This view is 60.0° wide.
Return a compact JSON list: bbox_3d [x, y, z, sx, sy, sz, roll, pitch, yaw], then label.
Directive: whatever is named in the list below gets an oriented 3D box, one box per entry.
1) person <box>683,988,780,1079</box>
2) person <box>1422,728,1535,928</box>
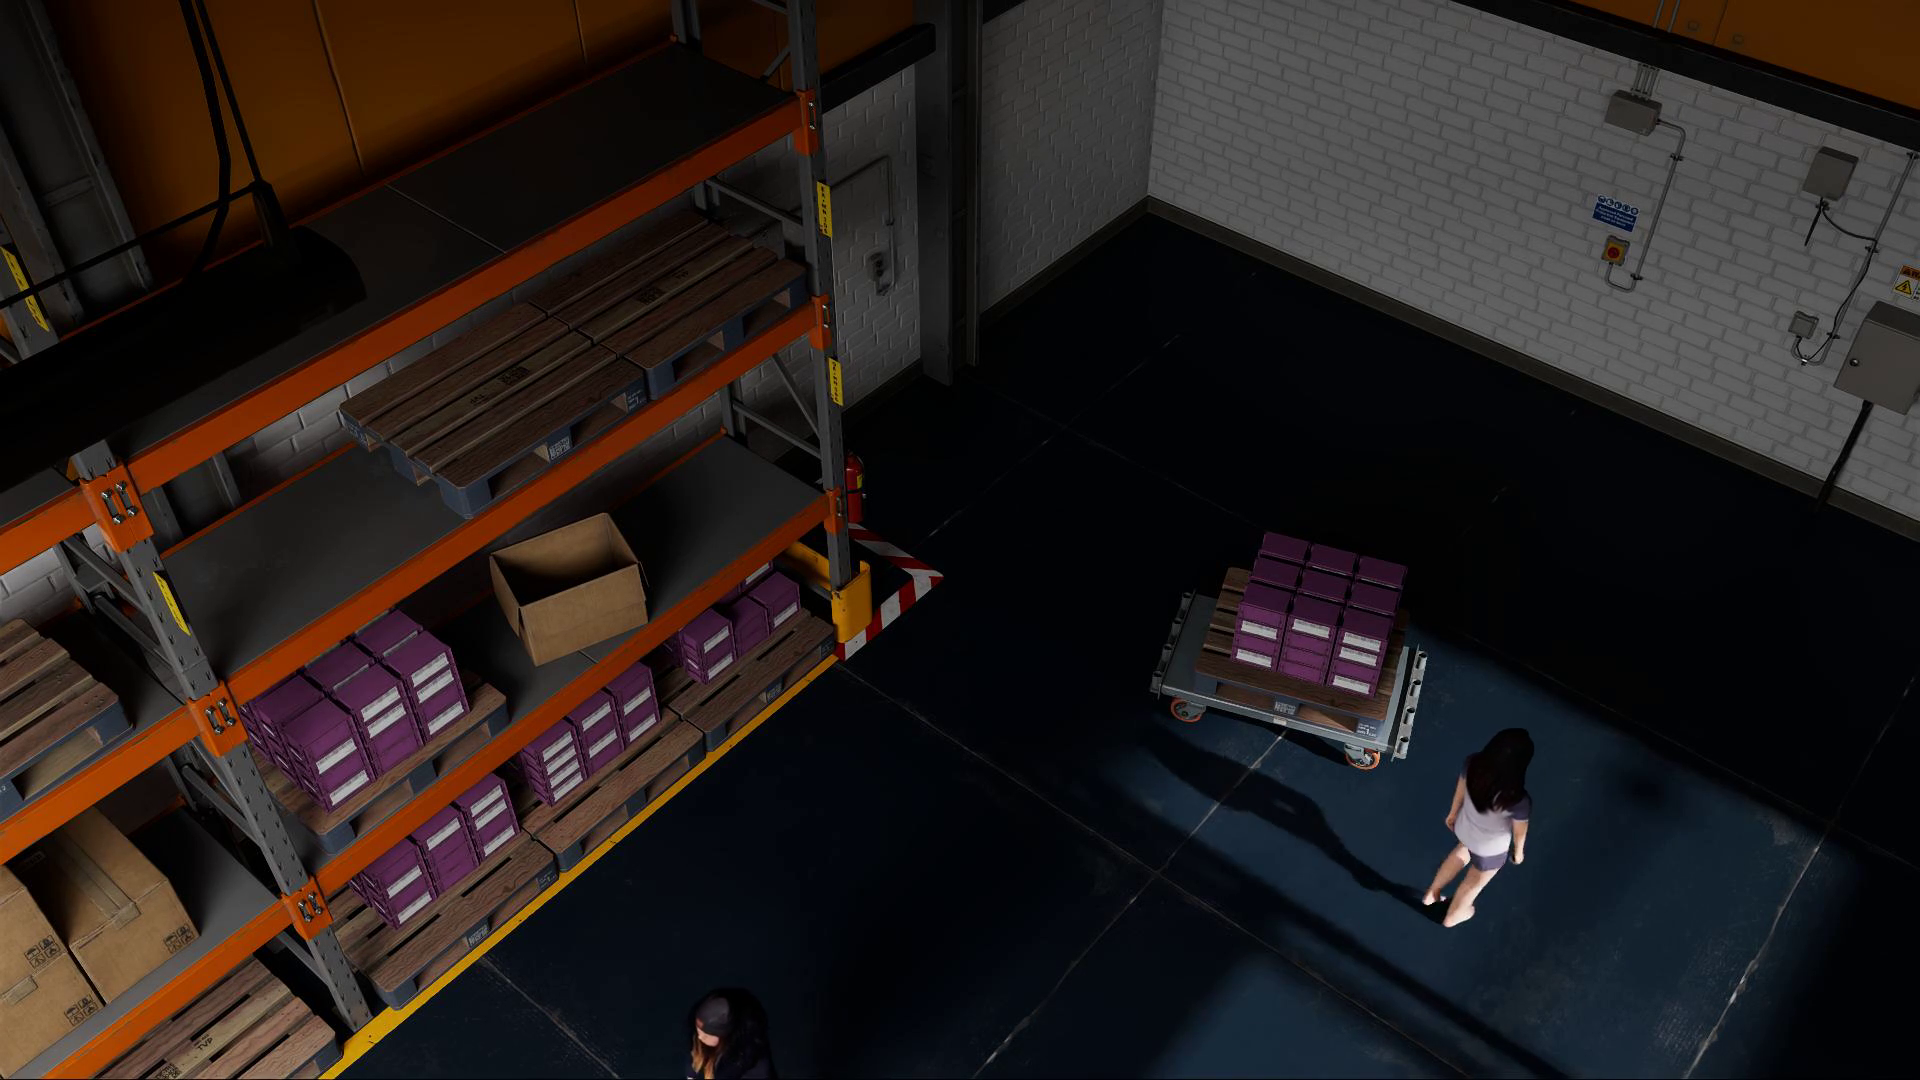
[{"bbox_3d":[-1.021,2.661,8.208,0.725,1.639,1.021,34,53,31],"label":"person"},{"bbox_3d":[2.839,1.656,9.222,0.714,1.697,0.686,-22,48,-22],"label":"person"}]
